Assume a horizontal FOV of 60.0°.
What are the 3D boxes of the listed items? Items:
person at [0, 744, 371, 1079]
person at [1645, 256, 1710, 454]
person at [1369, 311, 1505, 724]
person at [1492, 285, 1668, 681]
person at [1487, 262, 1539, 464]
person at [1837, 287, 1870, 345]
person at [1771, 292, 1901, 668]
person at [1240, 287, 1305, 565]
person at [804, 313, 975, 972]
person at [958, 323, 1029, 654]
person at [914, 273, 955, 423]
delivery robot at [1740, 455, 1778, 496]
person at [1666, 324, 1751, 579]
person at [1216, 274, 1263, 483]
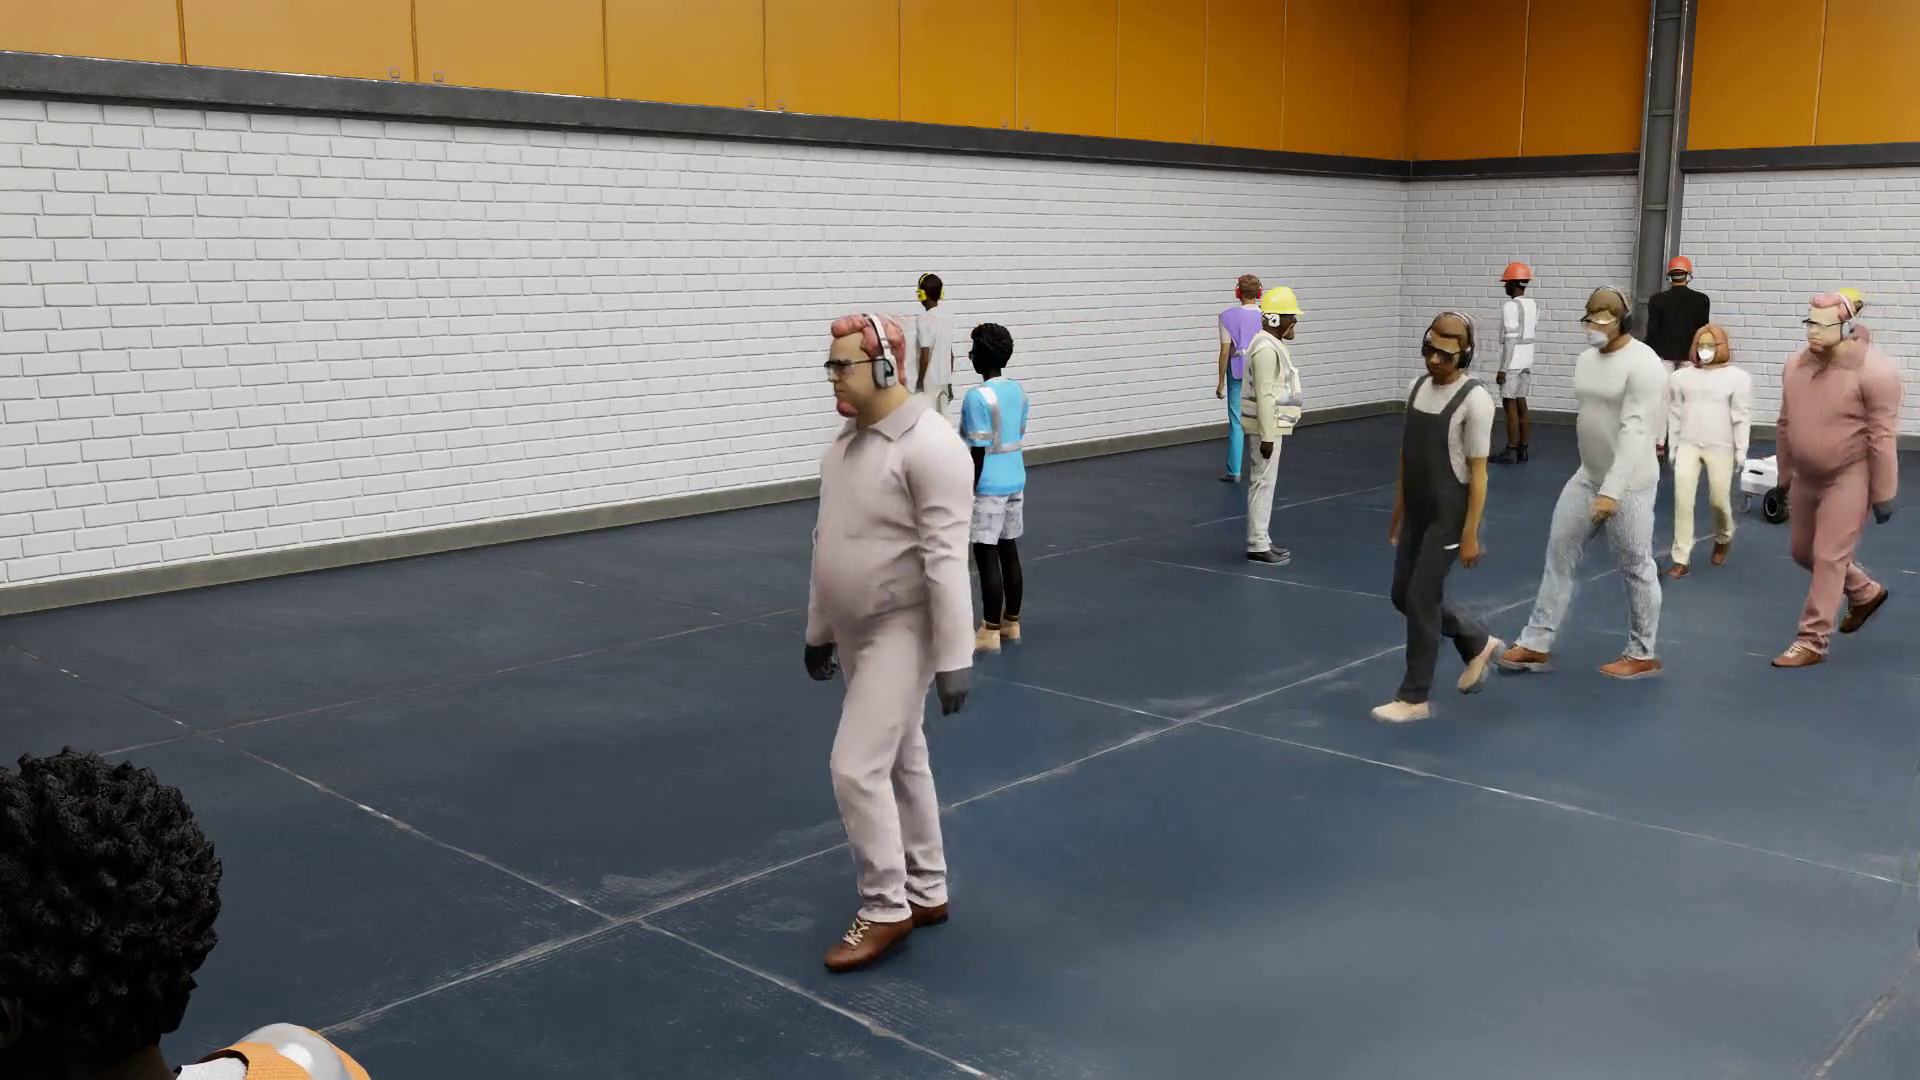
[{"bbox_3d":[-0.660,0.998,1.398,0.320,1.694,0.531,3,10,17],"label":"person"},{"bbox_3d":[7.216,-1.857,16.796,0.614,1.988,0.396,1,10,6],"label":"person"},{"bbox_3d":[2.139,-0.092,7.247,0.623,1.816,0.557,-4,11,-19],"label":"person"},{"bbox_3d":[2.990,-0.245,7.895,0.892,1.892,0.632,-3,10,-16],"label":"person"},{"bbox_3d":[5.335,-1.702,16.065,0.369,1.935,0.551,9,14,43],"label":"person"},{"bbox_3d":[7.542,-1.266,14.132,0.529,1.749,0.641,-4,11,-23],"label":"person"},{"bbox_3d":[4.426,-0.305,8.304,0.780,1.872,0.666,-3,11,-19],"label":"person"},{"bbox_3d":[2.048,-0.746,10.956,0.403,1.825,0.592,2,10,11],"label":"person"},{"bbox_3d":[-0.283,0.290,4.850,0.656,1.882,0.678,-6,12,-30],"label":"person"},{"bbox_3d":[0.161,-0.265,8.566,0.315,1.696,0.541,5,11,28],"label":"person"},{"bbox_3d":[-0.228,-1.277,13.854,0.311,1.865,0.535,6,12,32],"label":"person"},{"bbox_3d":[6.333,-0.478,12.763,0.477,0.478,0.707,-1,10,-8],"label":"delivery robot"},{"bbox_3d":[4.775,-0.575,10.600,0.509,1.605,0.757,8,13,38],"label":"person"},{"bbox_3d":[2.539,-1.415,14.689,0.566,1.847,0.389,-2,10,-13],"label":"person"}]
